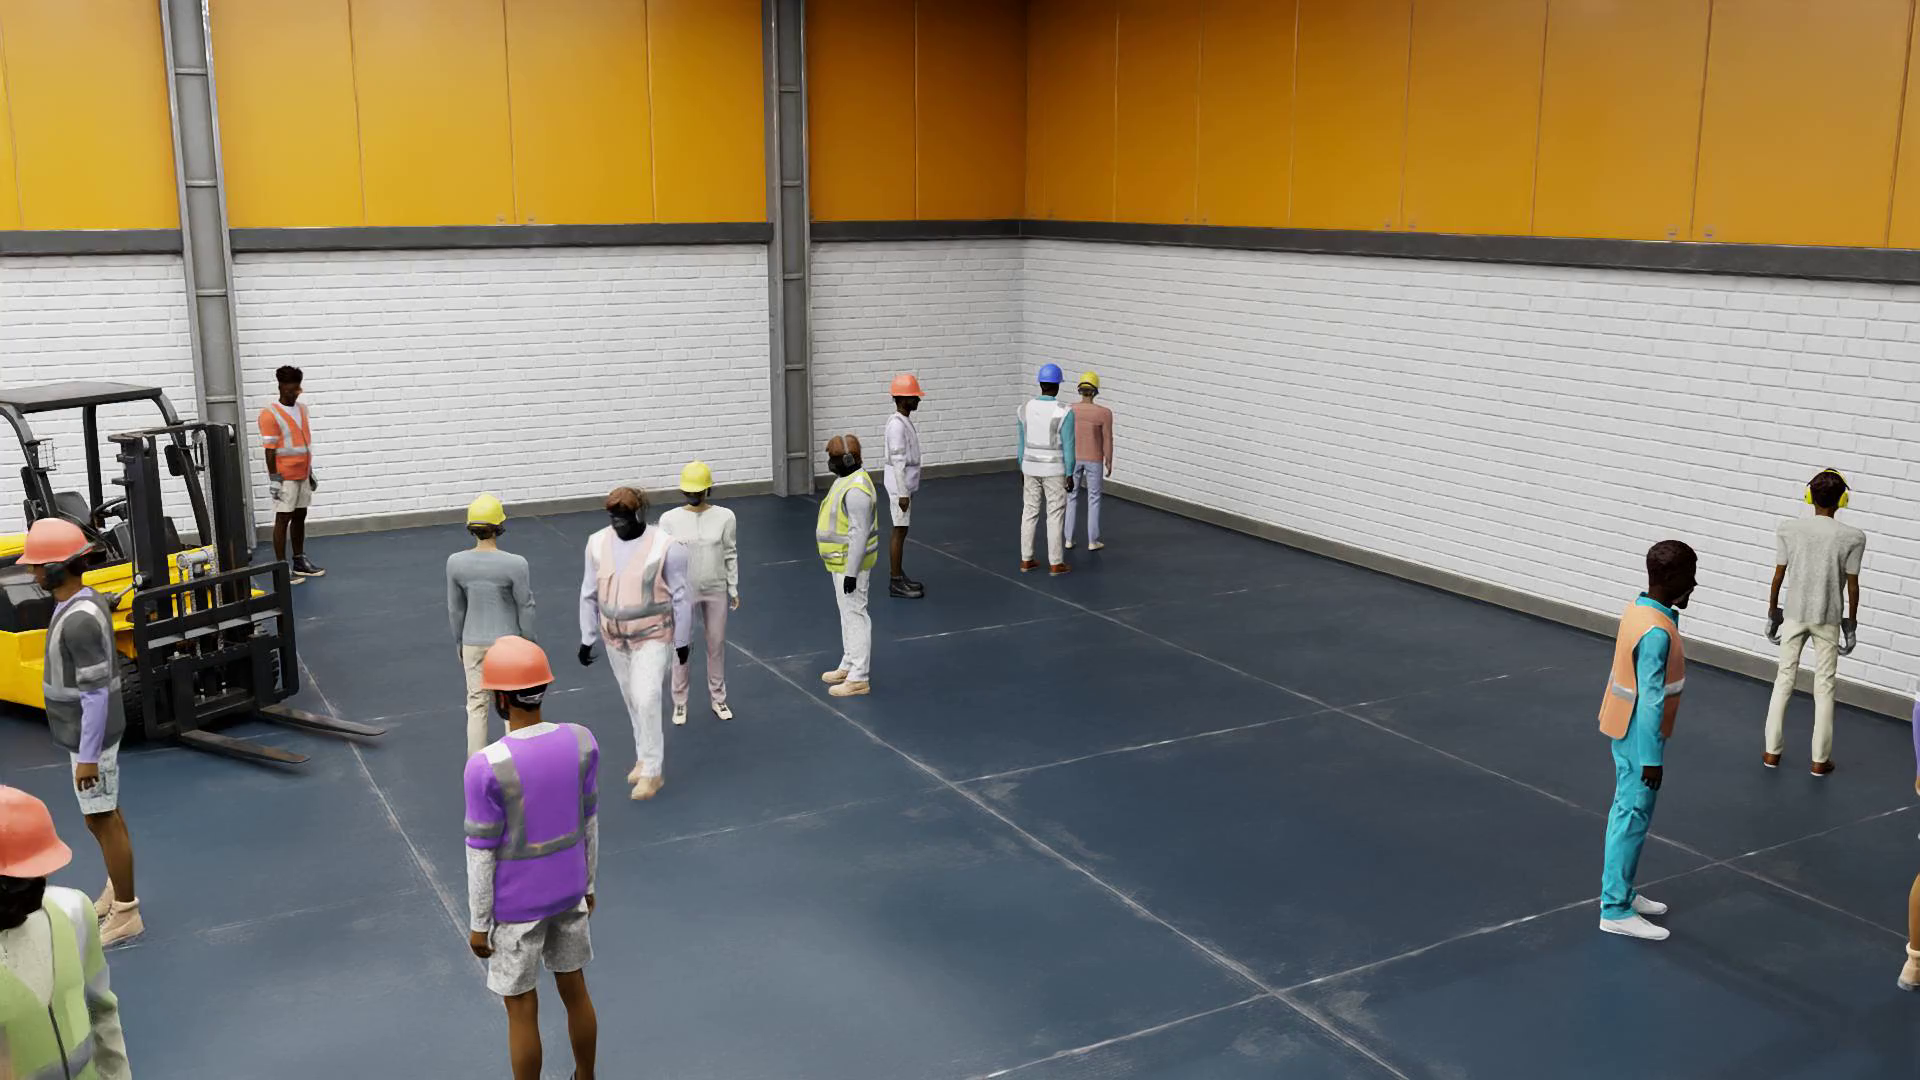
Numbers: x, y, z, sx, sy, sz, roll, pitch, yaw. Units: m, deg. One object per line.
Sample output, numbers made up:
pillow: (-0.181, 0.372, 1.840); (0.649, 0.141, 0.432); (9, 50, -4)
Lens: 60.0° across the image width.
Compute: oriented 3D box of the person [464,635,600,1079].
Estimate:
person: (-1.584, 1.297, 6.150); (0.388, 1.930, 0.544); (10, 16, 40)

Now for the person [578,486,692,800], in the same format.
person: (-1.927, 0.593, 9.709); (0.632, 1.819, 0.702); (5, 13, 21)

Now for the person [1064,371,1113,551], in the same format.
person: (1.237, -0.768, 16.243); (0.531, 1.755, 0.343); (4, 13, 16)

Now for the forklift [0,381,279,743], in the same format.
forklift: (-5.853, 0.085, 11.199); (2.313, 2.155, 1.214); (7, 14, 28)

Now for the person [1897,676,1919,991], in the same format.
person: (4.399, 1.027, 7.145); (0.390, 2.039, 0.614); (-4, 13, -17)

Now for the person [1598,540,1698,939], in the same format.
person: (3.241, 0.933, 7.906); (0.397, 1.911, 0.587); (4, 13, 17)

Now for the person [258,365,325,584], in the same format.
person: (-5.997, -0.597, 14.955); (0.392, 1.956, 0.609); (3, 12, 13)

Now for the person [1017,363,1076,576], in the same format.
person: (0.799, -0.644, 15.238); (0.603, 1.938, 0.424); (8, 15, 34)

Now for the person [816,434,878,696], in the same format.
person: (-0.790, 0.168, 11.654); (0.429, 1.841, 0.625); (-2, 12, -11)

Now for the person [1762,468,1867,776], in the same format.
person: (5.165, 0.494, 10.087); (0.508, 1.861, 0.328); (9, 15, 36)

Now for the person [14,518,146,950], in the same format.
person: (-4.093, 0.903, 7.737); (0.388, 2.040, 0.620); (-6, 14, -27)

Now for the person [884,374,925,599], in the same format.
person: (-0.475, -0.469, 14.400); (0.360, 1.939, 0.543); (0, 12, 0)

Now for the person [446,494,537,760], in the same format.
person: (-2.729, 0.607, 9.758); (0.525, 1.772, 0.305); (2, 12, 8)

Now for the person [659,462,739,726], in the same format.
person: (-1.716, 0.349, 10.985); (0.533, 1.763, 0.323); (-4, 13, -20)

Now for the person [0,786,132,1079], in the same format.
person: (-2.534, 1.609, 4.494); (0.870, 2.016, 0.619); (3, 13, 16)
